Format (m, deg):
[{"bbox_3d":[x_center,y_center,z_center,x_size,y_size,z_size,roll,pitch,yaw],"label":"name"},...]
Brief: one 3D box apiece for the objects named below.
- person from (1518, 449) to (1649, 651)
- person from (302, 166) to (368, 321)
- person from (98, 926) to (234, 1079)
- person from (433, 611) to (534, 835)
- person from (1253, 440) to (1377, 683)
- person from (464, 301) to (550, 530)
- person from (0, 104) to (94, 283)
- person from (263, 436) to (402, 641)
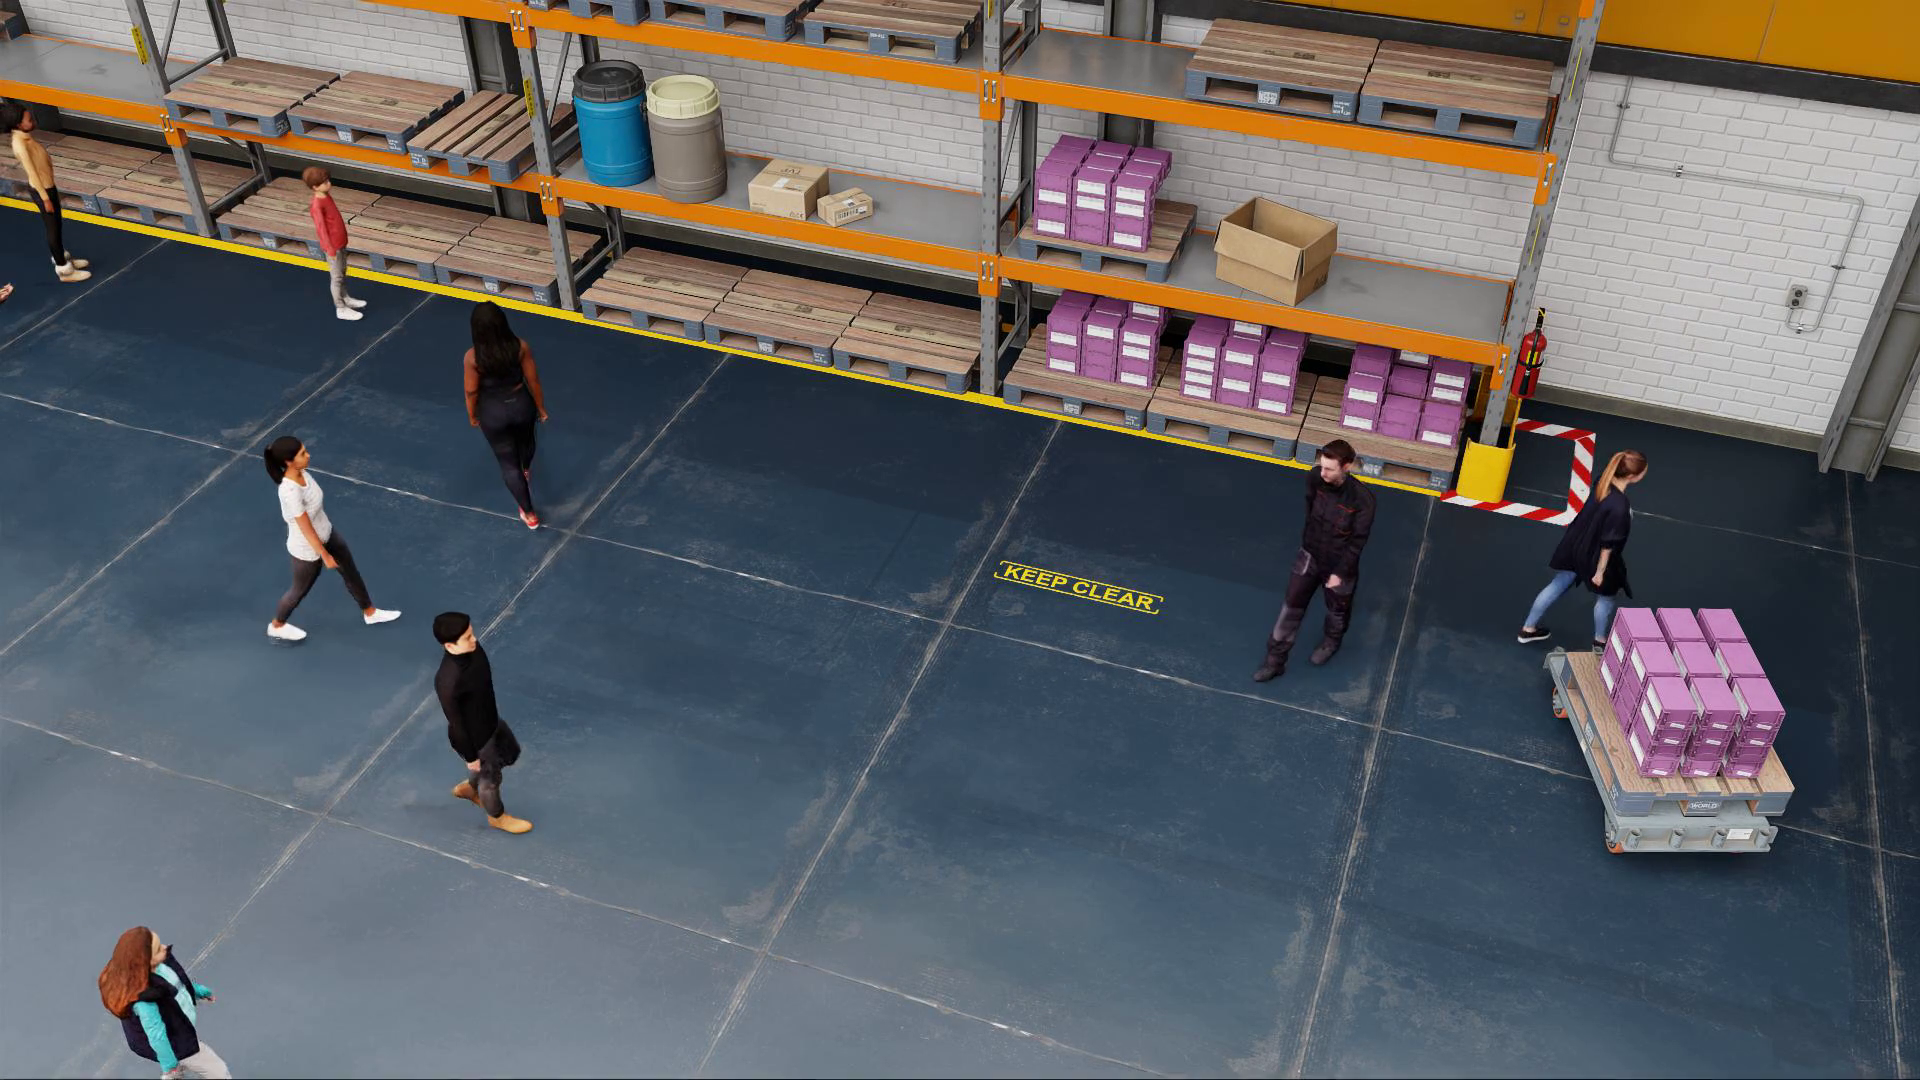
[{"bbox_3d":[4.061,0.110,10.921,1.058,1.652,0.860,-3,39,-4],"label":"person"},{"bbox_3d":[-5.483,-2.606,14.509,0.589,1.417,0.586,-4,39,-5],"label":"person"},{"bbox_3d":[-3.942,2.431,8.156,0.907,1.475,0.846,-17,42,-21],"label":"person"},{"bbox_3d":[-2.872,1.065,9.678,0.802,1.710,0.748,4,39,5],"label":"person"},{"bbox_3d":[2.443,0.085,10.774,1.081,1.874,0.985,29,47,31],"label":"person"},{"bbox_3d":[-3.247,-0.863,12.035,1.112,1.781,1.194,-18,42,-21],"label":"person"},{"bbox_3d":[-8.263,-3.136,14.979,0.740,1.659,0.677,-17,42,-20],"label":"person"},{"bbox_3d":[-4.395,0.048,11.036,1.165,1.605,0.899,-4,39,-5],"label":"person"}]
